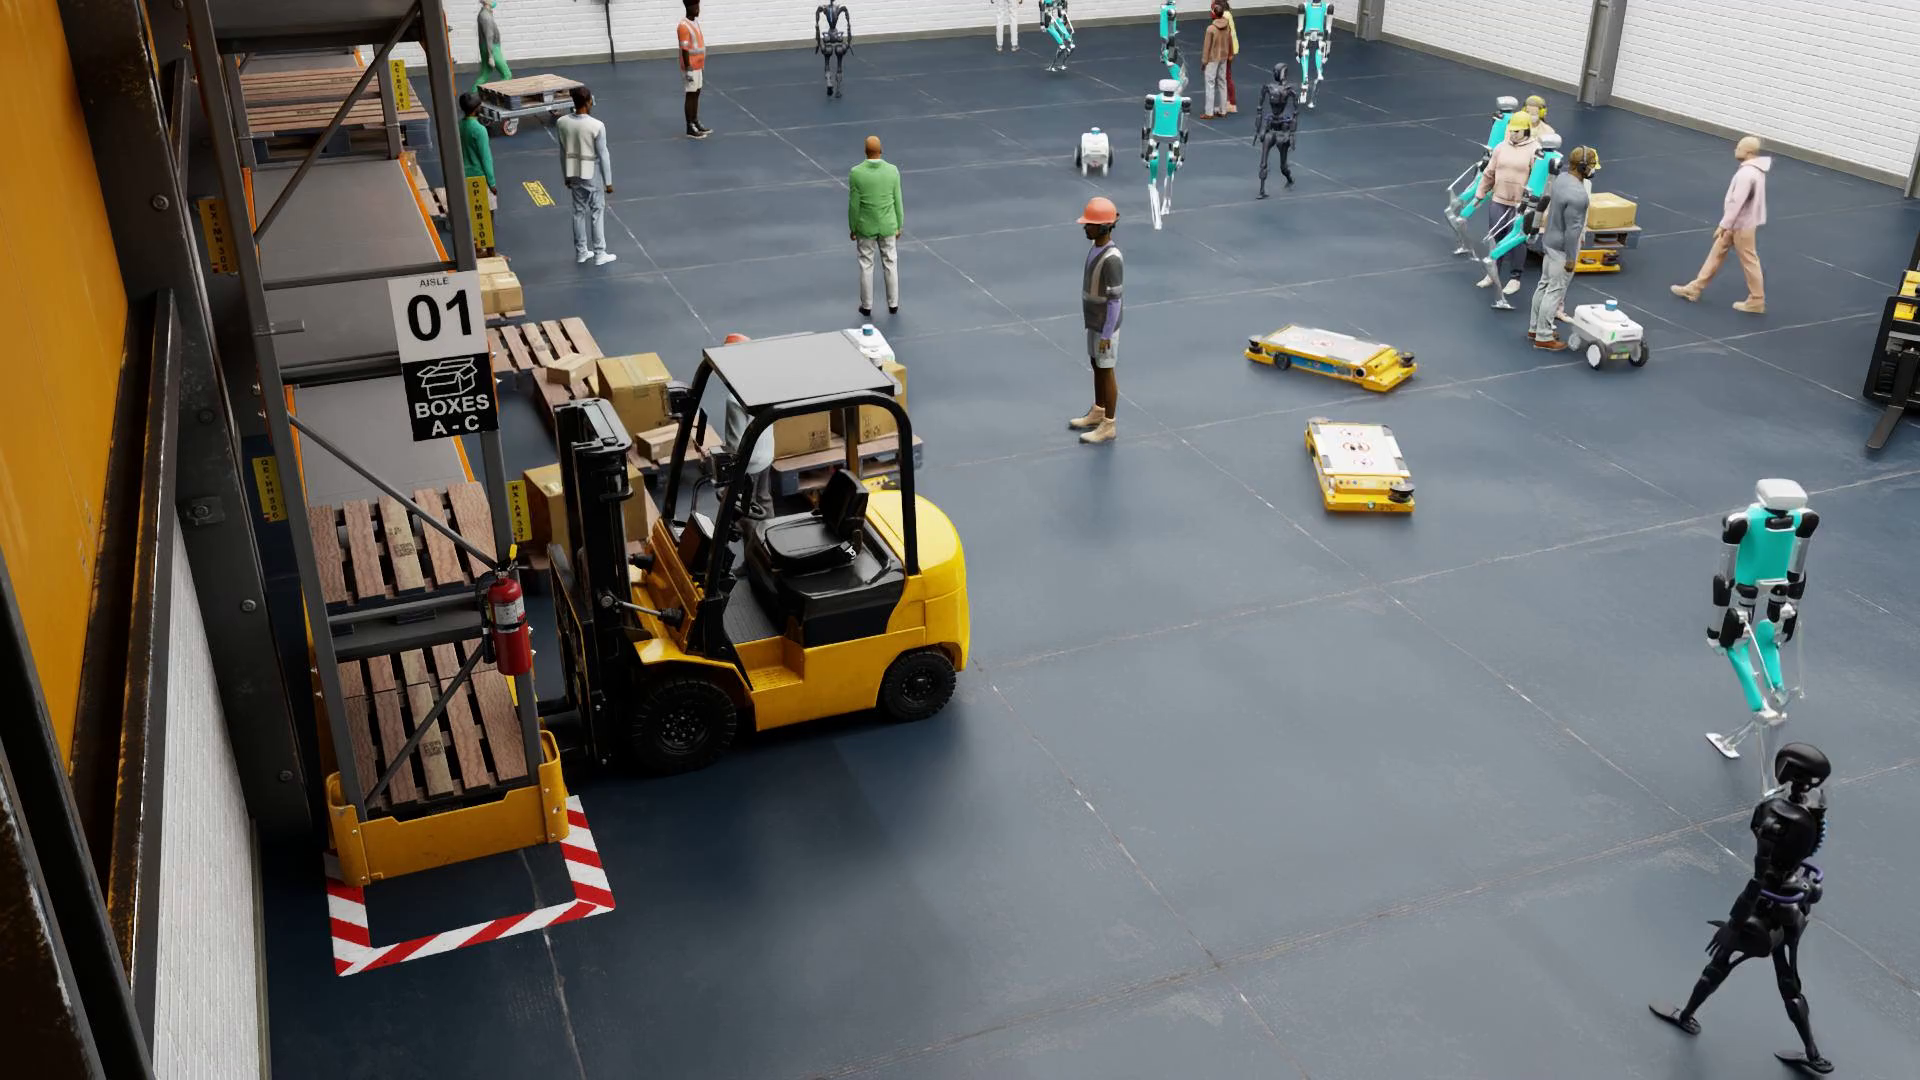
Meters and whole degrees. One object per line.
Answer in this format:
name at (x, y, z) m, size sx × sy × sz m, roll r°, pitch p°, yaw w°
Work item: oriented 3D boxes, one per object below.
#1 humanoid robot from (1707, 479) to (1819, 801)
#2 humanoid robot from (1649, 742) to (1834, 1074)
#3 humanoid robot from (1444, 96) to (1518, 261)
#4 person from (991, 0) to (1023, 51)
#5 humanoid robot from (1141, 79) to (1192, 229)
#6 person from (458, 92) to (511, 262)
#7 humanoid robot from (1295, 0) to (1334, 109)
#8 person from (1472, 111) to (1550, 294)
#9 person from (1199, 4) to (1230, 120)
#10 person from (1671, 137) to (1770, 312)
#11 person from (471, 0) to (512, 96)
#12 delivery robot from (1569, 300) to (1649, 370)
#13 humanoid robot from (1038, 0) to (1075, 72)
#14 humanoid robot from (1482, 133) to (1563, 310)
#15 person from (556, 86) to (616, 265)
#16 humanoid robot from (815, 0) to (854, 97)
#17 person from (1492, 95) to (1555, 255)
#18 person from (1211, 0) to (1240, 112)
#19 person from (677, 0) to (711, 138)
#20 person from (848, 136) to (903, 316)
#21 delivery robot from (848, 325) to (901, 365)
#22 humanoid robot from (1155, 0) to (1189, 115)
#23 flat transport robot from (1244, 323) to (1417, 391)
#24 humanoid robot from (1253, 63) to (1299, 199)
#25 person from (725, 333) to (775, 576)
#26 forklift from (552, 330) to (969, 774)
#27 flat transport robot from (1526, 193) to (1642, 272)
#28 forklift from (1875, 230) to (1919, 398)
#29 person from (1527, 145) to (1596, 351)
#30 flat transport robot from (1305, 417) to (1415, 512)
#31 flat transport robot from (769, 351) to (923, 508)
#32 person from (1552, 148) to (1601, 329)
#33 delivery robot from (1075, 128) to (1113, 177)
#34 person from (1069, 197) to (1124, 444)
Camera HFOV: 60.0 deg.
humanoid robot at (4.514, 0.627, 9.132) m, size 0.540 × 1.783 × 0.917 m, roll -4°, pitch 27°, yaw -8°
humanoid robot at (3.571, 1.595, 7.298) m, size 0.601 × 1.624 × 0.780 m, roll -21°, pitch 34°, yaw -36°
humanoid robot at (5.645, -3.949, 18.196) m, size 0.768 × 1.744 × 0.538 m, roll -3°, pitch 27°, yaw -5°
person at (0.822, -9.578, 29.242) m, size 0.580 × 1.882 × 0.338 m, roll 1°, pitch 27°, yaw 3°
humanoid robot at (2.395, -4.558, 19.459) m, size 0.560 × 1.767 × 0.980 m, roll 4°, pitch 27°, yaw 7°
person at (-5.229, -3.901, 17.998) m, size 0.499 × 1.843 × 0.403 m, roll 20°, pitch 33°, yaw 34°
humanoid robot at (5.247, -7.243, 24.745) m, size 0.531 × 1.720 × 1.005 m, roll 4°, pitch 27°, yaw 9°
person at (5.715, -3.498, 17.181) m, size 0.821 × 1.856 × 0.428 m, roll 24°, pitch 35°, yaw 39°
person at (3.758, -7.006, 24.394) m, size 0.458 × 1.644 × 0.310 m, roll -15°, pitch 30°, yaw -28°
person at (7.764, -3.157, 16.643) m, size 0.928 × 1.738 × 0.517 m, roll 12°, pitch 29°, yaw 23°
person at (-7.028, -7.308, 24.822) m, size 0.922 × 1.799 × 0.521 m, roll -12°, pitch 29°, yaw -23°
delivery robot at (6.037, -1.918, 15.506) m, size 0.499 × 0.614 × 0.817 m, roll -5°, pitch 27°, yaw -10°
humanoid robot at (1.623, -8.464, 27.039) m, size 0.533 × 1.677 × 0.735 m, roll -14°, pitch 30°, yaw -26°
humanoid robot at (5.546, -3.187, 16.684) m, size 0.754 × 1.760 × 0.538 m, roll -1°, pitch 27°, yaw -1°
person at (-4.038, -3.924, 17.974) m, size 0.595 × 1.909 × 0.410 m, roll 10°, pitch 28°, yaw 19°
humanoid robot at (-1.953, -7.688, 25.708) m, size 0.609 × 1.639 × 0.393 m, roll 1°, pitch 27°, yaw 2°
person at (6.043, -3.846, 17.875) m, size 0.604 × 1.862 × 0.470 m, roll 9°, pitch 28°, yaw 18°
person at (3.939, -7.258, 24.798) m, size 0.536 × 1.730 × 0.495 m, roll 6°, pitch 27°, yaw 11°
person at (-3.744, -6.665, 23.358) m, size 0.365 × 1.961 × 0.611 m, roll 3°, pitch 27°, yaw 7°
person at (-0.835, -3.103, 16.475) m, size 0.550 × 1.781 × 0.384 m, roll -6°, pitch 27°, yaw -11°
delivery robot at (-0.814, -1.623, 14.901) m, size 0.499 × 0.598 × 0.789 m, roll -7°, pitch 28°, yaw -13°
humanoid robot at (3.226, -7.180, 24.665) m, size 0.766 × 1.807 × 0.565 m, roll -3°, pitch 27°, yaw -7°
flat transport robot at (3.418, -1.699, 15.366) m, size 1.431 × 0.231 × 0.659 m, roll 20°, pitch 33°, yaw 34°
humanoid robot at (3.941, -5.068, 20.529) m, size 0.590 × 1.642 × 0.694 m, roll 18°, pitch 32°, yaw 32°
person at (-1.470, -0.590, 11.523) m, size 0.345 × 1.740 × 0.572 m, roll 9°, pitch 28°, yaw 17°
forklift at (-1.094, 0.010, 9.831) m, size 2.313 × 2.155 × 1.214 m, roll -10°, pitch 28°, yaw -20°
flat transport robot at (6.725, -3.267, 18.485) m, size 0.659 × 0.231 × 1.431 m, roll -2°, pitch 27°, yaw -4°
forklift at (9.029, -2.397, 14.618) m, size 1.214 × 2.155 × 2.313 m, roll 18°, pitch 32°, yaw 32°
person at (5.639, -2.731, 15.578) m, size 0.368 × 1.931 × 0.628 m, roll 1°, pitch 27°, yaw 2°
flat transport robot at (3.152, -0.604, 13.189) m, size 0.659 × 0.231 × 1.431 m, roll 2°, pitch 27°, yaw 3°
flat transport robot at (-1.025, -0.542, 13.065) m, size 0.659 × 0.231 × 1.431 m, roll -13°, pitch 29°, yaw -24°
person at (5.934, -2.936, 16.173) m, size 0.533 × 1.758 × 0.339 m, roll -21°, pitch 34°, yaw -36°
delivery robot at (1.768, -5.099, 21.824) m, size 0.499 × 0.606 × 0.807 m, roll 1°, pitch 27°, yaw 2°
person at (1.126, -1.781, 13.559) m, size 0.393 × 2.043 × 0.607 m, roll -4°, pitch 27°, yaw -8°
